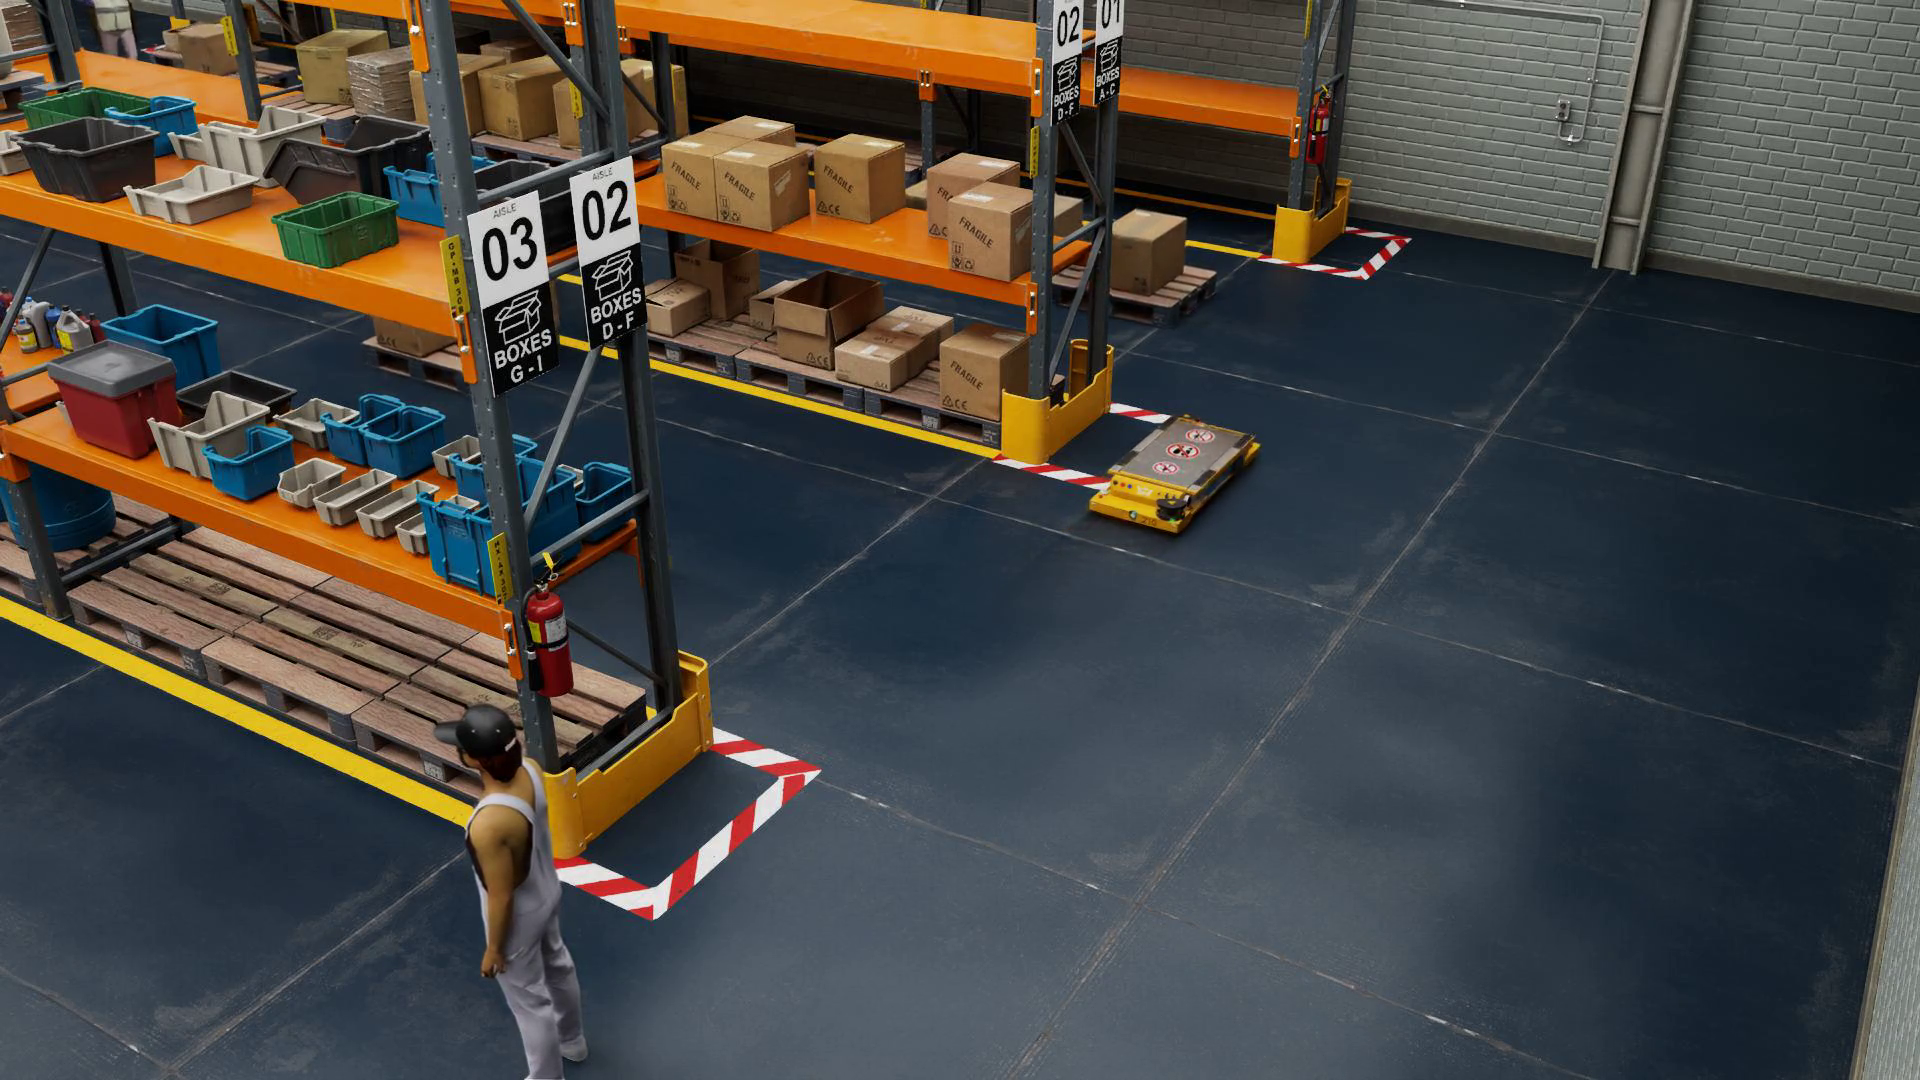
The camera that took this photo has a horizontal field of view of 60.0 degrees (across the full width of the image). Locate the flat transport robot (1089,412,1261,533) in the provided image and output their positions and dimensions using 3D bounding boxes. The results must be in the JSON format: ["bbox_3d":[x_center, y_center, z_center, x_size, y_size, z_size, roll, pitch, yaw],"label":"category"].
[{"bbox_3d":[1.510,-0.484,11.502,0.659,0.231,1.431,16,33,27],"label":"flat transport robot"}]

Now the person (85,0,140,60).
[{"bbox_3d":[-10.218,-6.163,20.096,0.723,1.824,0.586,25,38,37],"label":"person"}]

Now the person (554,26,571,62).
[{"bbox_3d":[-3.957,-4.434,17.129,0.533,1.690,0.320,14,32,24],"label":"person"}]

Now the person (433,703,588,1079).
[{"bbox_3d":[-1.745,1.418,6.451,0.381,1.861,0.535,5,29,9],"label":"person"}]
